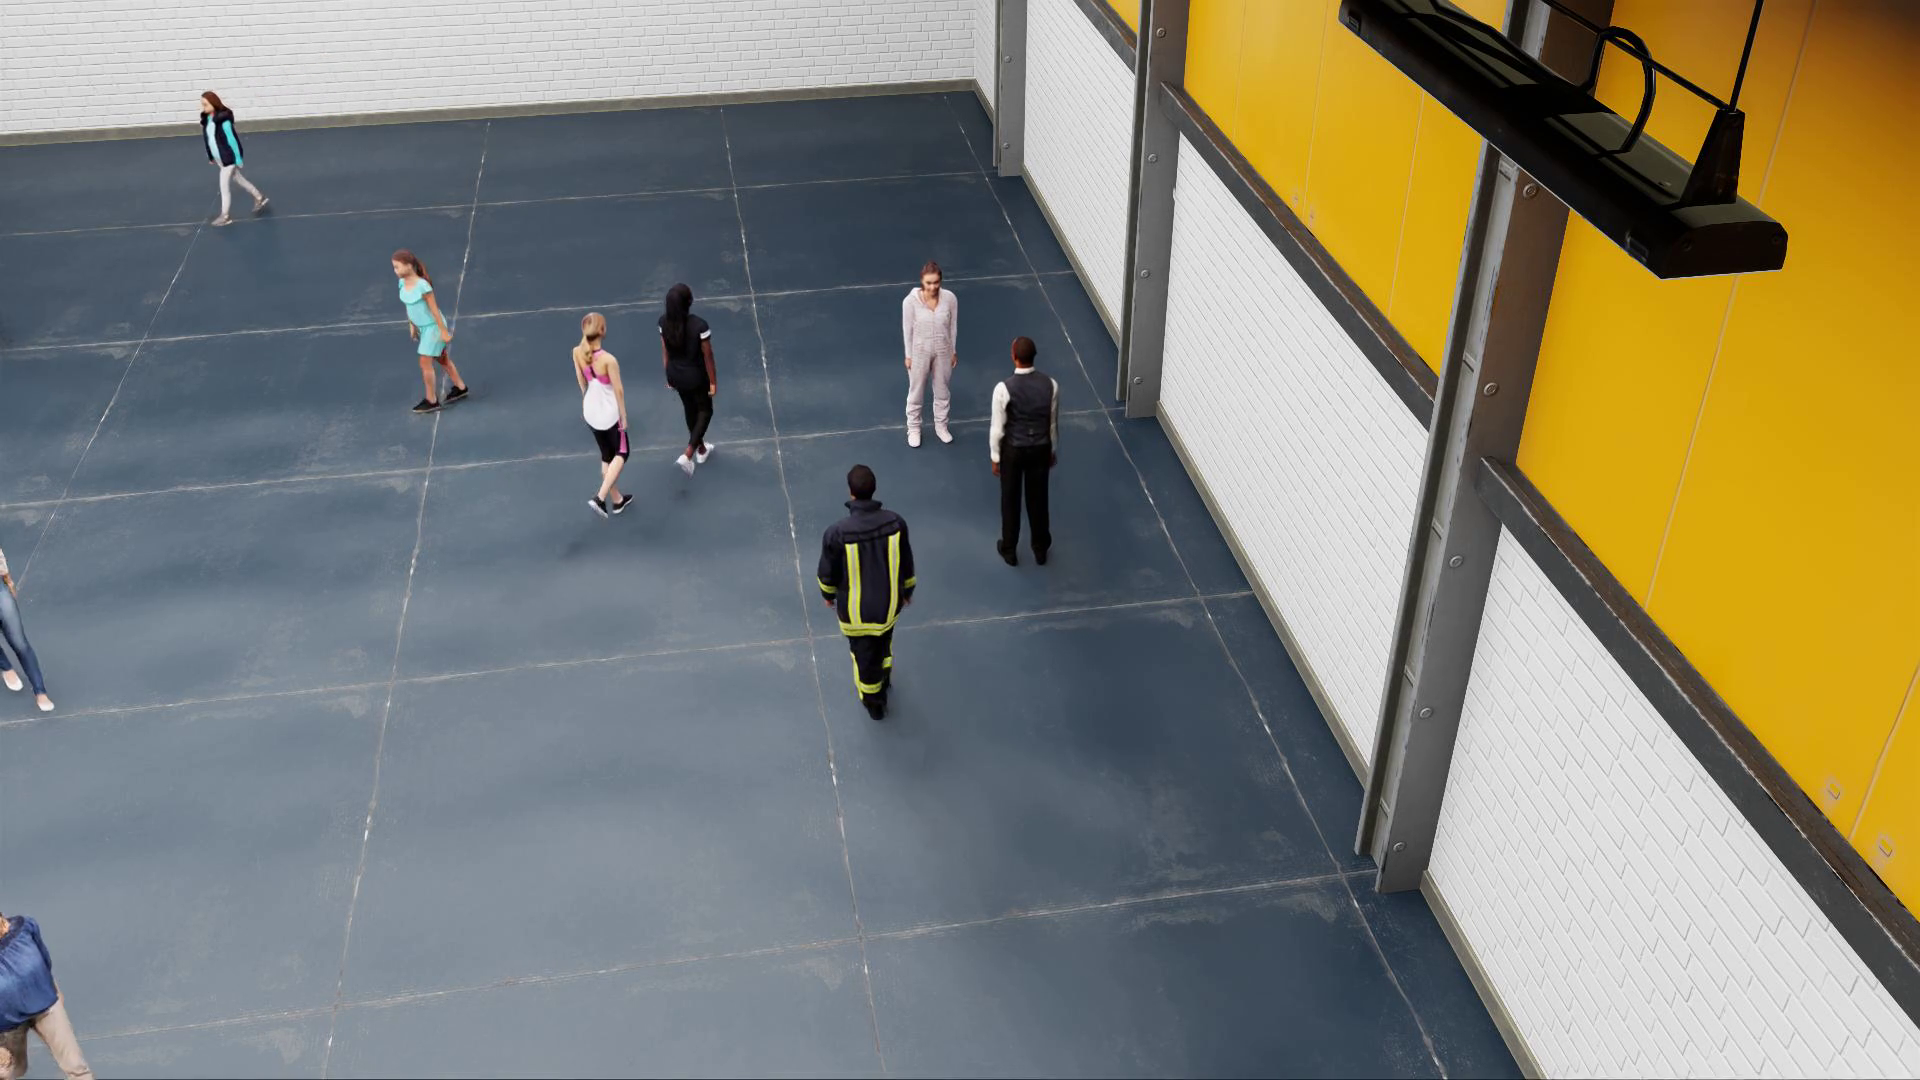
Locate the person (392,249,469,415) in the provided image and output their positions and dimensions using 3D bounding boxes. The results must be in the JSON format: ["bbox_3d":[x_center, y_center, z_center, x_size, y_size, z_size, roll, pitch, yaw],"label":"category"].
[{"bbox_3d":[-4.694,-1.913,14.931,0.864,1.525,0.871,26,41,33],"label":"person"}]

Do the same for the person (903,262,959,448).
[{"bbox_3d":[-0.260,-1.622,14.342,0.641,1.692,0.572,-8,34,-11],"label":"person"}]

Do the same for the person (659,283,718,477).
[{"bbox_3d":[-2.283,-1.305,13.847,0.876,1.712,1.064,9,35,13],"label":"person"}]

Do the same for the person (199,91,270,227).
[{"bbox_3d":[-8.129,-4.288,18.553,0.981,1.471,1.028,22,40,30],"label":"person"}]

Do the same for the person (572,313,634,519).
[{"bbox_3d":[-2.887,-0.939,13.240,0.850,1.773,0.953,15,36,21],"label":"person"}]

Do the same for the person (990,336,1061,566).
[{"bbox_3d":[0.504,-0.664,12.698,0.690,1.917,0.579,-6,34,-9],"label":"person"}]

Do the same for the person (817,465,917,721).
[{"bbox_3d":[-0.582,0.410,11.086,0.863,1.912,0.793,-11,35,-17],"label":"person"}]

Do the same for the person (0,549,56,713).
[{"bbox_3d":[-6.711,0.362,11.353,0.891,1.696,1.111,-24,40,-31],"label":"person"}]

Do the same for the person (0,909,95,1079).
[{"bbox_3d":[-4.765,2.378,8.350,1.128,1.664,1.120,18,38,25],"label":"person"}]
